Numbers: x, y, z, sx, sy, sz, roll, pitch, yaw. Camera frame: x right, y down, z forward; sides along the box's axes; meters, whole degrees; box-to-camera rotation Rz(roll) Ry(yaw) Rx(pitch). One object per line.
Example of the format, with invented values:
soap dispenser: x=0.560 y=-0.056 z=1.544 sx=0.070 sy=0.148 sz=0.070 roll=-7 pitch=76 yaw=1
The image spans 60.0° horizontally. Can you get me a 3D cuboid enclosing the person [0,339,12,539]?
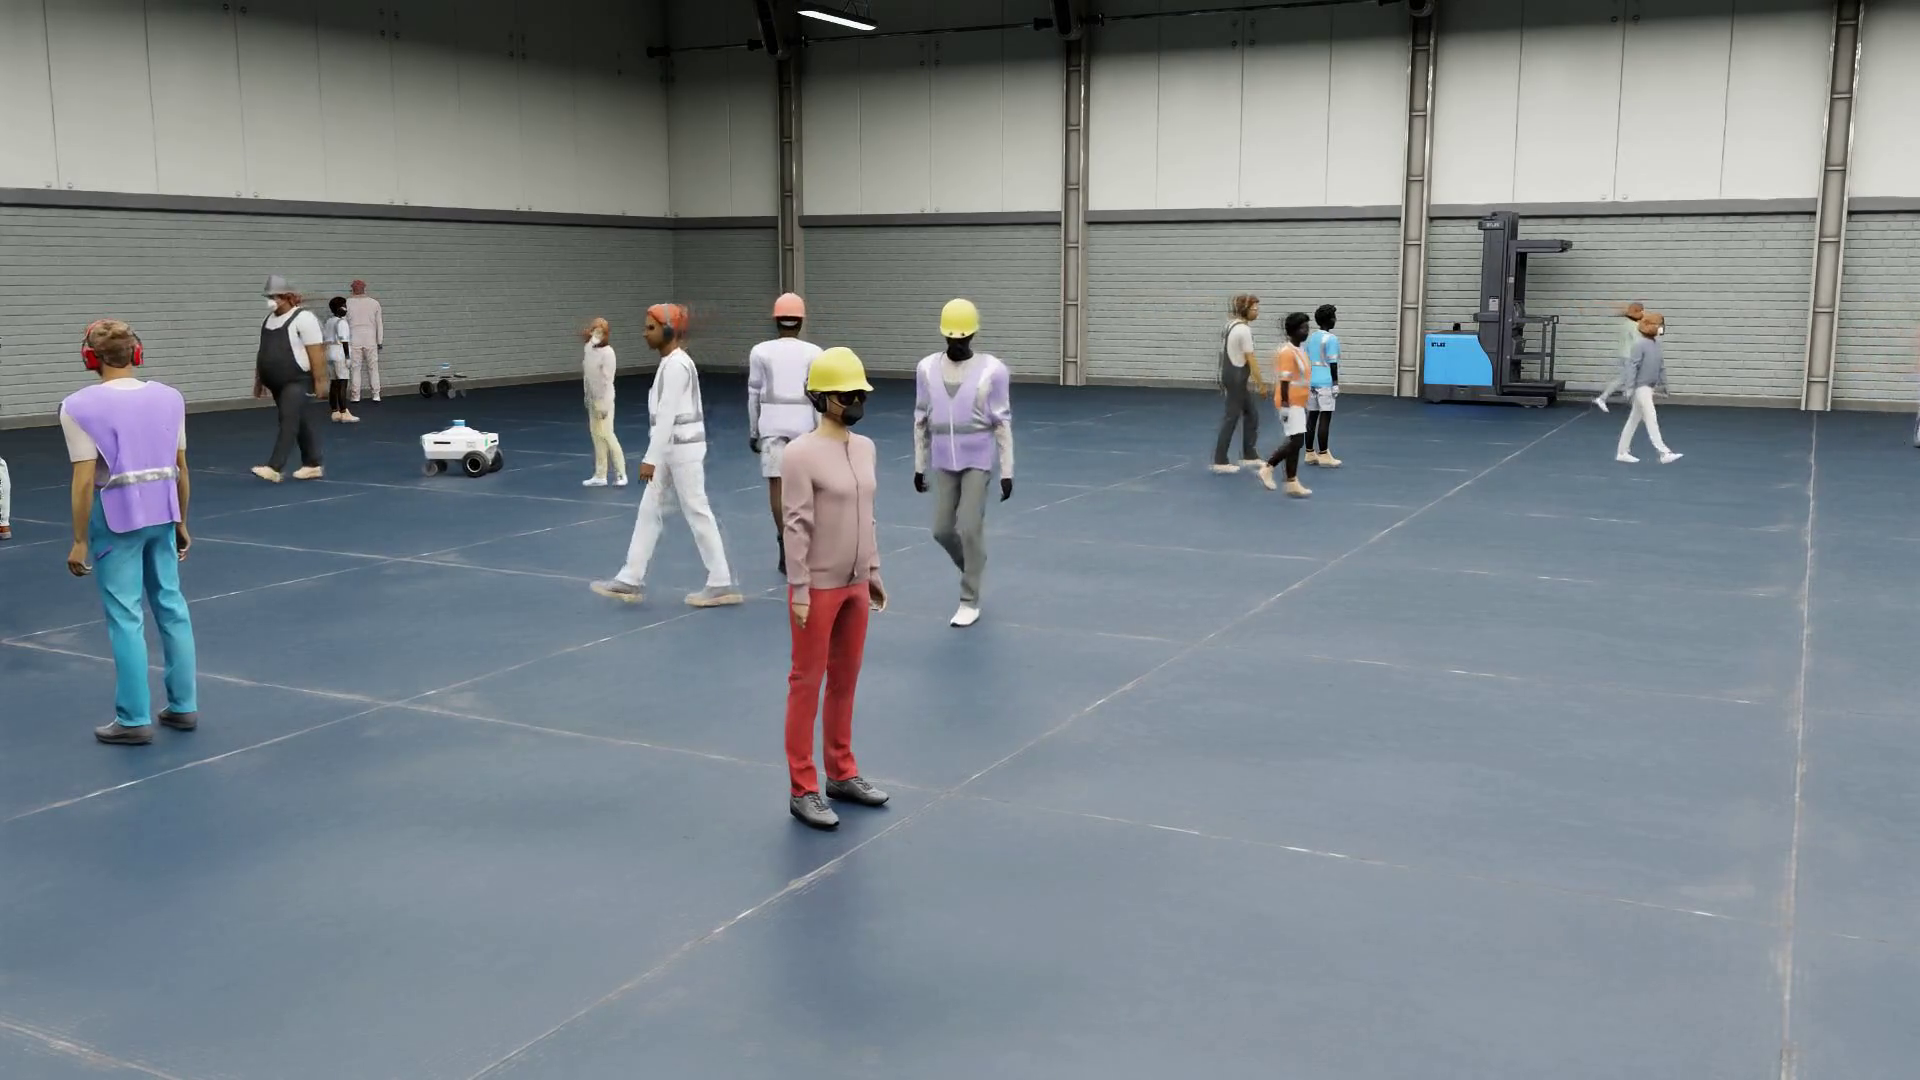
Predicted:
person: x=-7.437 y=-0.937 z=12.536 sx=0.401 sy=1.941 sz=0.636 roll=0 pitch=9 yaw=-2

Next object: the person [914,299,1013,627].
person: x=0.040 y=-0.463 z=9.742 sx=0.639 sy=1.893 sz=0.606 roll=4 pitch=10 yaw=22

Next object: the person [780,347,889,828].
person: x=-0.461 y=0.165 z=6.242 sx=0.317 sy=1.769 sz=0.523 roll=6 pitch=11 yaw=33

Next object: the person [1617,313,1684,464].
person: x=7.348 y=-1.594 z=17.584 sx=0.526 sy=1.589 sz=0.817 roll=-8 pitch=12 yaw=-41

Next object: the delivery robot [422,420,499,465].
delivery robot: x=-5.051 y=-0.969 z=16.809 sx=0.707 sy=0.478 sz=0.477 roll=1 pitch=9 yaw=6

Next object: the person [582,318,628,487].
person: x=-3.398 y=-1.300 z=15.773 sx=0.340 sy=1.614 sz=0.599 roll=-7 pitch=11 yaw=-36

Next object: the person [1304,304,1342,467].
person: x=3.823 y=-1.628 z=17.514 sx=0.320 sy=1.697 sz=0.532 roll=-3 pitch=10 yaw=-20

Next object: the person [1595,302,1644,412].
person: x=9.643 y=-2.632 z=24.014 sx=0.804 sy=1.608 sz=0.502 roll=2 pitch=10 yaw=14

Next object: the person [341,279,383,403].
person: x=-9.320 y=-3.095 z=25.904 sx=0.649 sy=1.913 sz=0.409 roll=-5 pitch=10 yaw=-27

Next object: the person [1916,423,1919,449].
person: x=11.239 y=-1.903 z=19.052 sx=0.421 sy=1.756 sz=0.531 roll=4 pitch=10 yaw=21

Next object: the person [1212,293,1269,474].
person: x=2.909 y=-1.565 z=16.755 sx=0.766 sy=1.812 sz=0.514 roll=0 pitch=9 yaw=1

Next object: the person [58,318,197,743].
person: x=-3.608 y=-0.039 z=7.267 sx=0.381 sy=1.841 sz=0.566 roll=5 pitch=10 yaw=28

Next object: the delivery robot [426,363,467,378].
delivery robot: x=-8.362 y=-2.760 z=27.055 sx=0.698 sy=0.223 sz=0.335 roll=4 pitch=10 yaw=23

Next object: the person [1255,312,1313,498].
person: x=2.994 y=-1.226 z=15.080 sx=0.401 sy=1.685 sz=0.535 roll=4 pitch=10 yaw=24

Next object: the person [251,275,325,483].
person: x=-6.606 y=-1.550 z=16.106 sx=0.707 sy=2.000 sz=0.975 roll=6 pitch=11 yaw=31

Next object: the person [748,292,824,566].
person: x=-1.198 y=-0.780 z=11.673 sx=0.542 sy=1.908 sz=0.911 roll=-2 pitch=9 yaw=-13

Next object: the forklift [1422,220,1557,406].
forklift: x=8.245 y=-3.527 z=25.720 sx=1.873 sy=2.768 sz=1.129 roll=5 pitch=10 yaw=27

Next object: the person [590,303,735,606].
person: x=-1.831 y=-0.501 z=10.118 sx=0.951 sy=1.842 sz=0.594 roll=-3 pitch=10 yaw=-16

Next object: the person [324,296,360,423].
person: x=-8.424 y=-2.450 z=22.578 sx=0.322 sy=1.699 sz=0.535 roll=-9 pitch=13 yaw=-44
